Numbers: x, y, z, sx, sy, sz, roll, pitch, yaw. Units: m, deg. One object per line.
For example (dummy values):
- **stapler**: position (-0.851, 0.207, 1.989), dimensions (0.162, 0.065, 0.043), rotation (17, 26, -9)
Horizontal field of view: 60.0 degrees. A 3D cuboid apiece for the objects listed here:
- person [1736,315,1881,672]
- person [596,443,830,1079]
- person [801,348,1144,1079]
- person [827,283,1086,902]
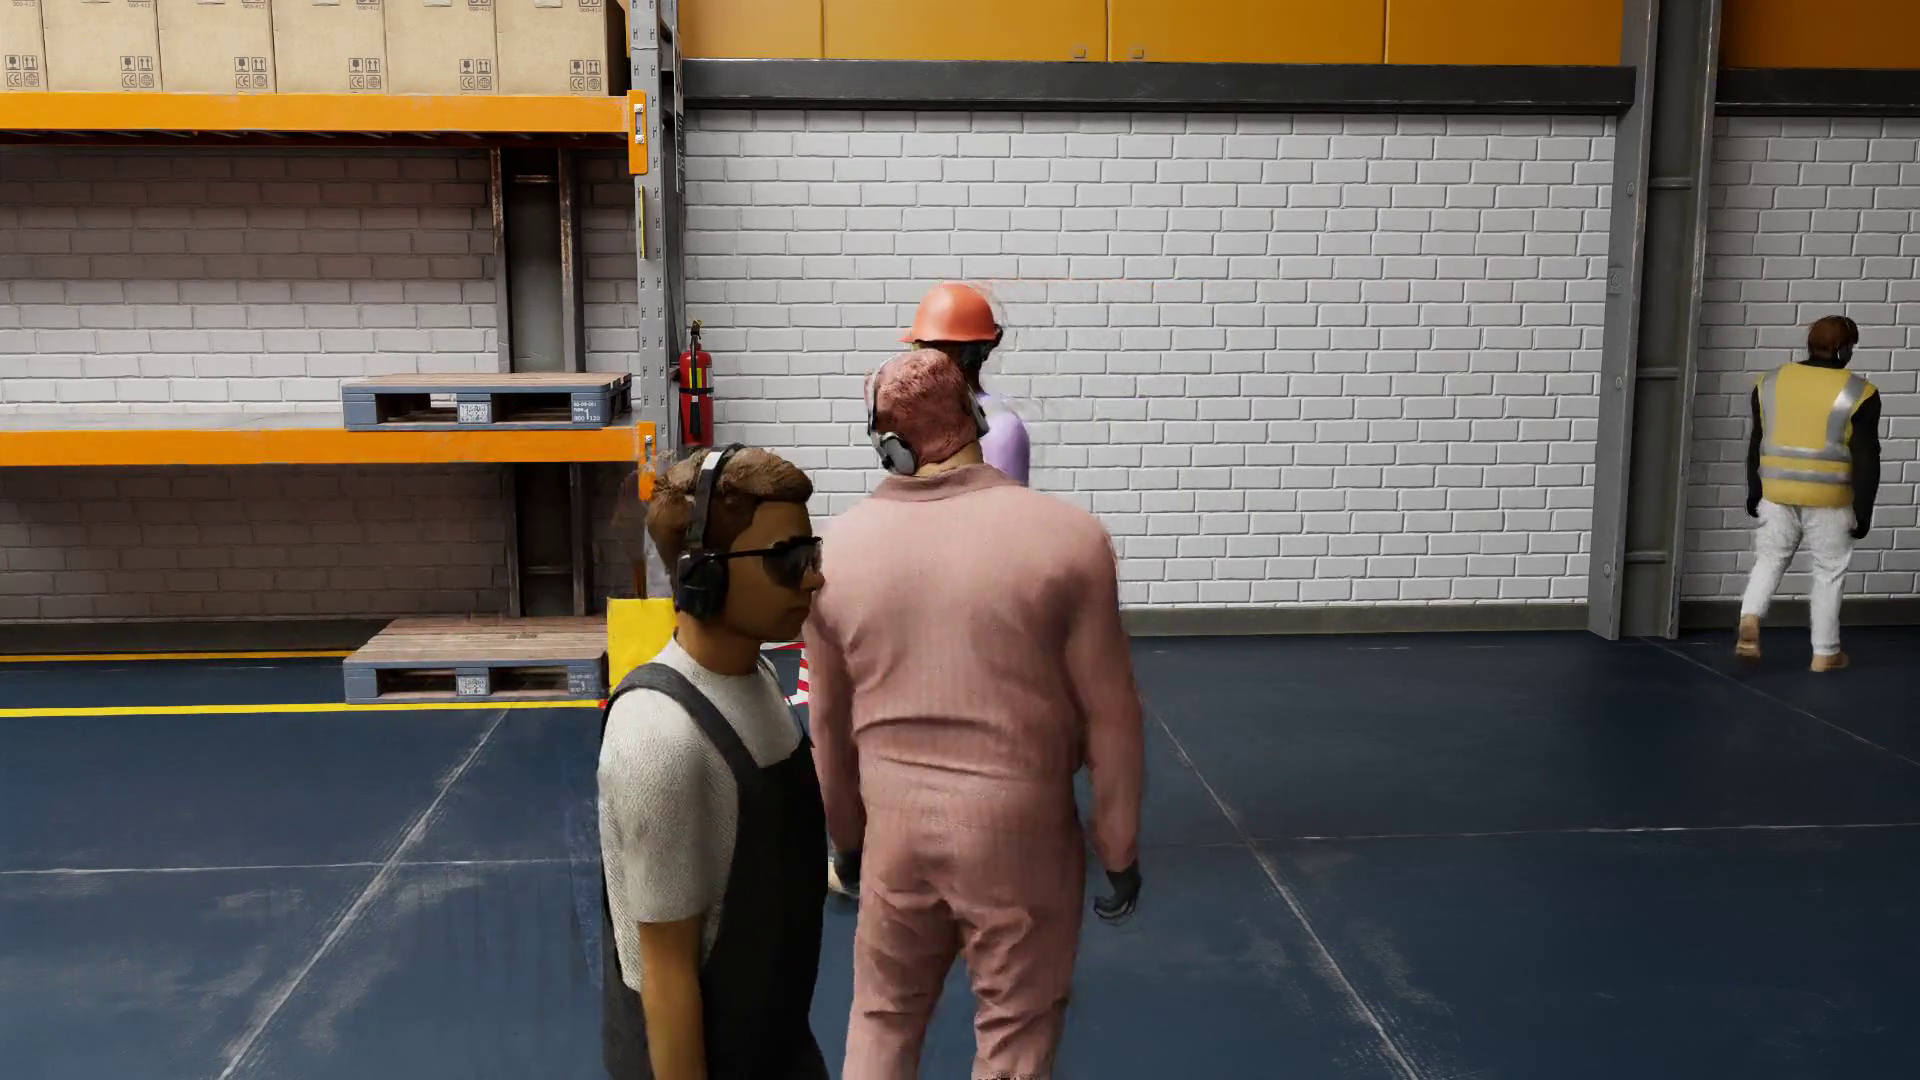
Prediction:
- **person**: position (4.279, -0.217, 8.391), dimensions (0.669, 1.827, 0.665), rotation (-8, 12, -40)
- **person**: position (-0.393, 0.756, 2.392), dimensions (0.964, 1.812, 0.526), rotation (2, 9, 15)
- **person**: position (0.008, 0.580, 3.237), dimensions (0.712, 1.883, 0.437), rotation (4, 10, 26)
- **person**: position (-0.009, 0.176, 5.421), dimensions (1.068, 1.995, 0.607), rotation (-3, 10, -19)
